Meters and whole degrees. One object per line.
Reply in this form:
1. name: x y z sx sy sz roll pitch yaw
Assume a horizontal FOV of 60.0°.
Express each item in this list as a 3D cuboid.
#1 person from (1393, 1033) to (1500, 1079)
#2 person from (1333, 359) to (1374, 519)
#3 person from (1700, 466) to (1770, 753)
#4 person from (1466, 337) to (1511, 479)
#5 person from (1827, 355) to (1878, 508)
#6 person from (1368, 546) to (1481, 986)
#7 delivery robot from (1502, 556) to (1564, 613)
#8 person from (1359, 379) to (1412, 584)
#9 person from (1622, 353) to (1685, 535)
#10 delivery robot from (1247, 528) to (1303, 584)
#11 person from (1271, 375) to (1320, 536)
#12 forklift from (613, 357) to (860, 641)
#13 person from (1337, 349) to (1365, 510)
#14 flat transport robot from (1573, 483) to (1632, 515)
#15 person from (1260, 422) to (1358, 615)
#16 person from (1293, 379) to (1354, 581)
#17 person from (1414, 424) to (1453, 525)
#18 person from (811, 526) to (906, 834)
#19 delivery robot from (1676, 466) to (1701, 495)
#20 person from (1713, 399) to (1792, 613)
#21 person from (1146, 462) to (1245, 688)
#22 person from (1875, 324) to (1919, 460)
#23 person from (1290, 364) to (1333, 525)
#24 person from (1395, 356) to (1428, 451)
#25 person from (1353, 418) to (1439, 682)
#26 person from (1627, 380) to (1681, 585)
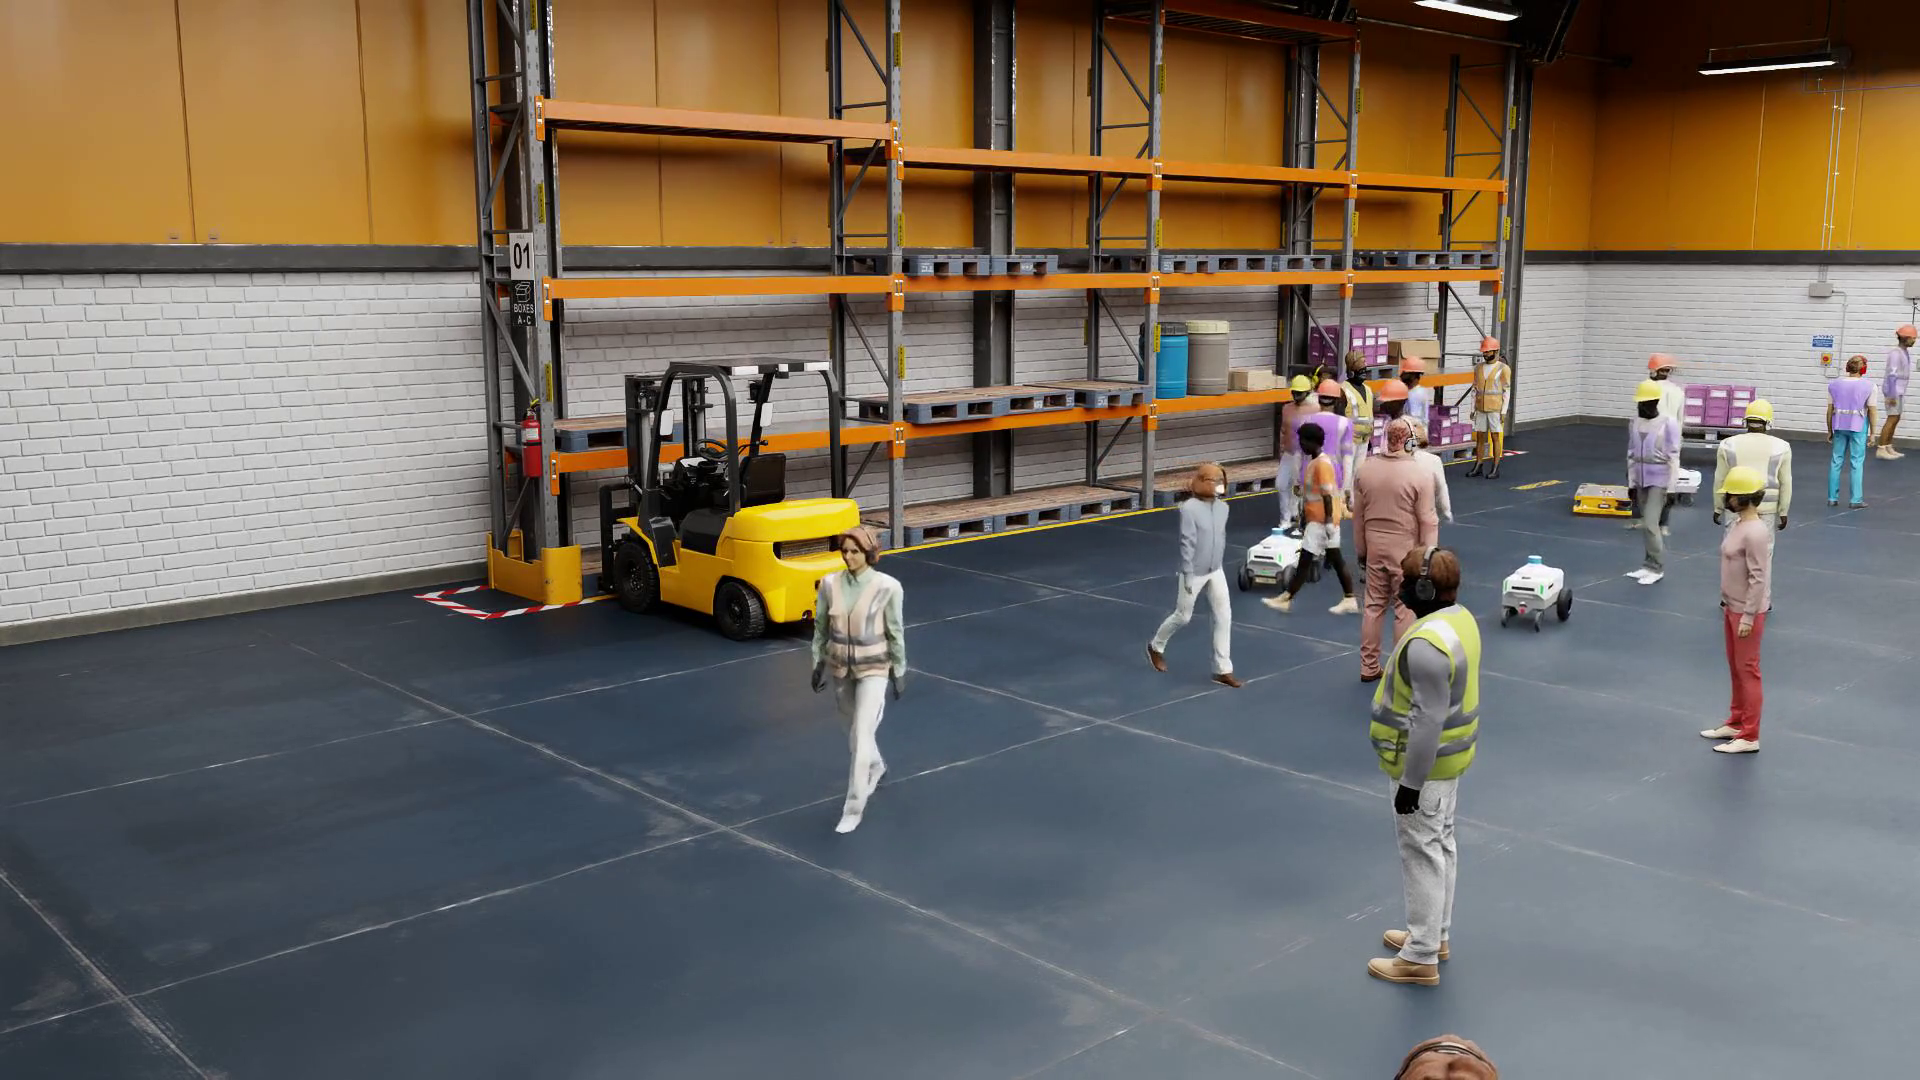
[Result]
1. person: 0.867 1.698 3.103 0.513 1.642 0.313 1 10 8
2. person: 4.590 -1.180 19.374 0.627 1.844 0.429 -8 13 -40
3. person: 4.772 0.427 10.192 0.328 1.765 0.527 2 10 14
4. person: 7.208 -1.797 22.705 0.375 1.935 0.551 -9 13 -41
5. person: 10.737 -1.301 20.064 0.390 1.846 0.565 -9 13 -42
6. person: 1.938 0.935 6.987 0.429 1.842 0.636 5 11 27
7. delivery robot: 4.743 0.375 13.756 0.477 0.478 0.707 6 11 32
8. person: 4.019 -0.519 15.264 0.547 1.923 0.562 -1 10 -5
9. person: 7.606 -1.060 18.266 0.659 1.971 0.648 -3 10 -16
10. delivery robot: 2.885 0.134 15.163 0.477 0.478 0.707 5 11 29
11. person: 3.622 -0.904 17.984 0.500 1.750 0.555 -9 13 -42
12. forklift: -1.847 -0.414 13.852 1.214 2.155 2.313 -9 13 -42
13. person: 4.636 -1.289 19.726 0.372 1.940 0.631 0 10 -2
14. flat transport robot: 7.750 -0.494 19.945 0.652 0.197 1.431 4 11 23
15. person: 2.989 -0.170 14.018 0.859 1.631 0.538 1 10 7
16. person: 3.440 -0.582 15.784 0.556 1.872 1.016 2 10 14
17. person: 4.005 -0.235 14.529 0.582 1.594 0.827 6 11 31
18. person: -0.540 0.703 9.043 0.530 1.606 0.814 4 11 25
19. delivery robot: 8.642 -0.739 20.278 0.707 0.478 0.477 3 10 15
20. person: 6.728 -0.283 14.143 0.599 1.830 0.404 5 11 28
21. person: 1.683 0.219 11.879 0.502 1.600 0.800 -7 12 -34
22. person: 14.042 -2.211 24.875 0.438 2.030 0.633 9 13 41
23. person: 4.004 -1.043 18.580 0.801 1.827 0.545 7 12 36
24. person: 4.990 -1.069 18.464 0.389 1.933 0.582 3 10 18
25. person: 3.086 0.094 11.722 0.408 1.906 0.653 -8 13 -40
26. person: 6.414 -0.535 15.449 0.527 1.899 0.606 -3 10 -19
